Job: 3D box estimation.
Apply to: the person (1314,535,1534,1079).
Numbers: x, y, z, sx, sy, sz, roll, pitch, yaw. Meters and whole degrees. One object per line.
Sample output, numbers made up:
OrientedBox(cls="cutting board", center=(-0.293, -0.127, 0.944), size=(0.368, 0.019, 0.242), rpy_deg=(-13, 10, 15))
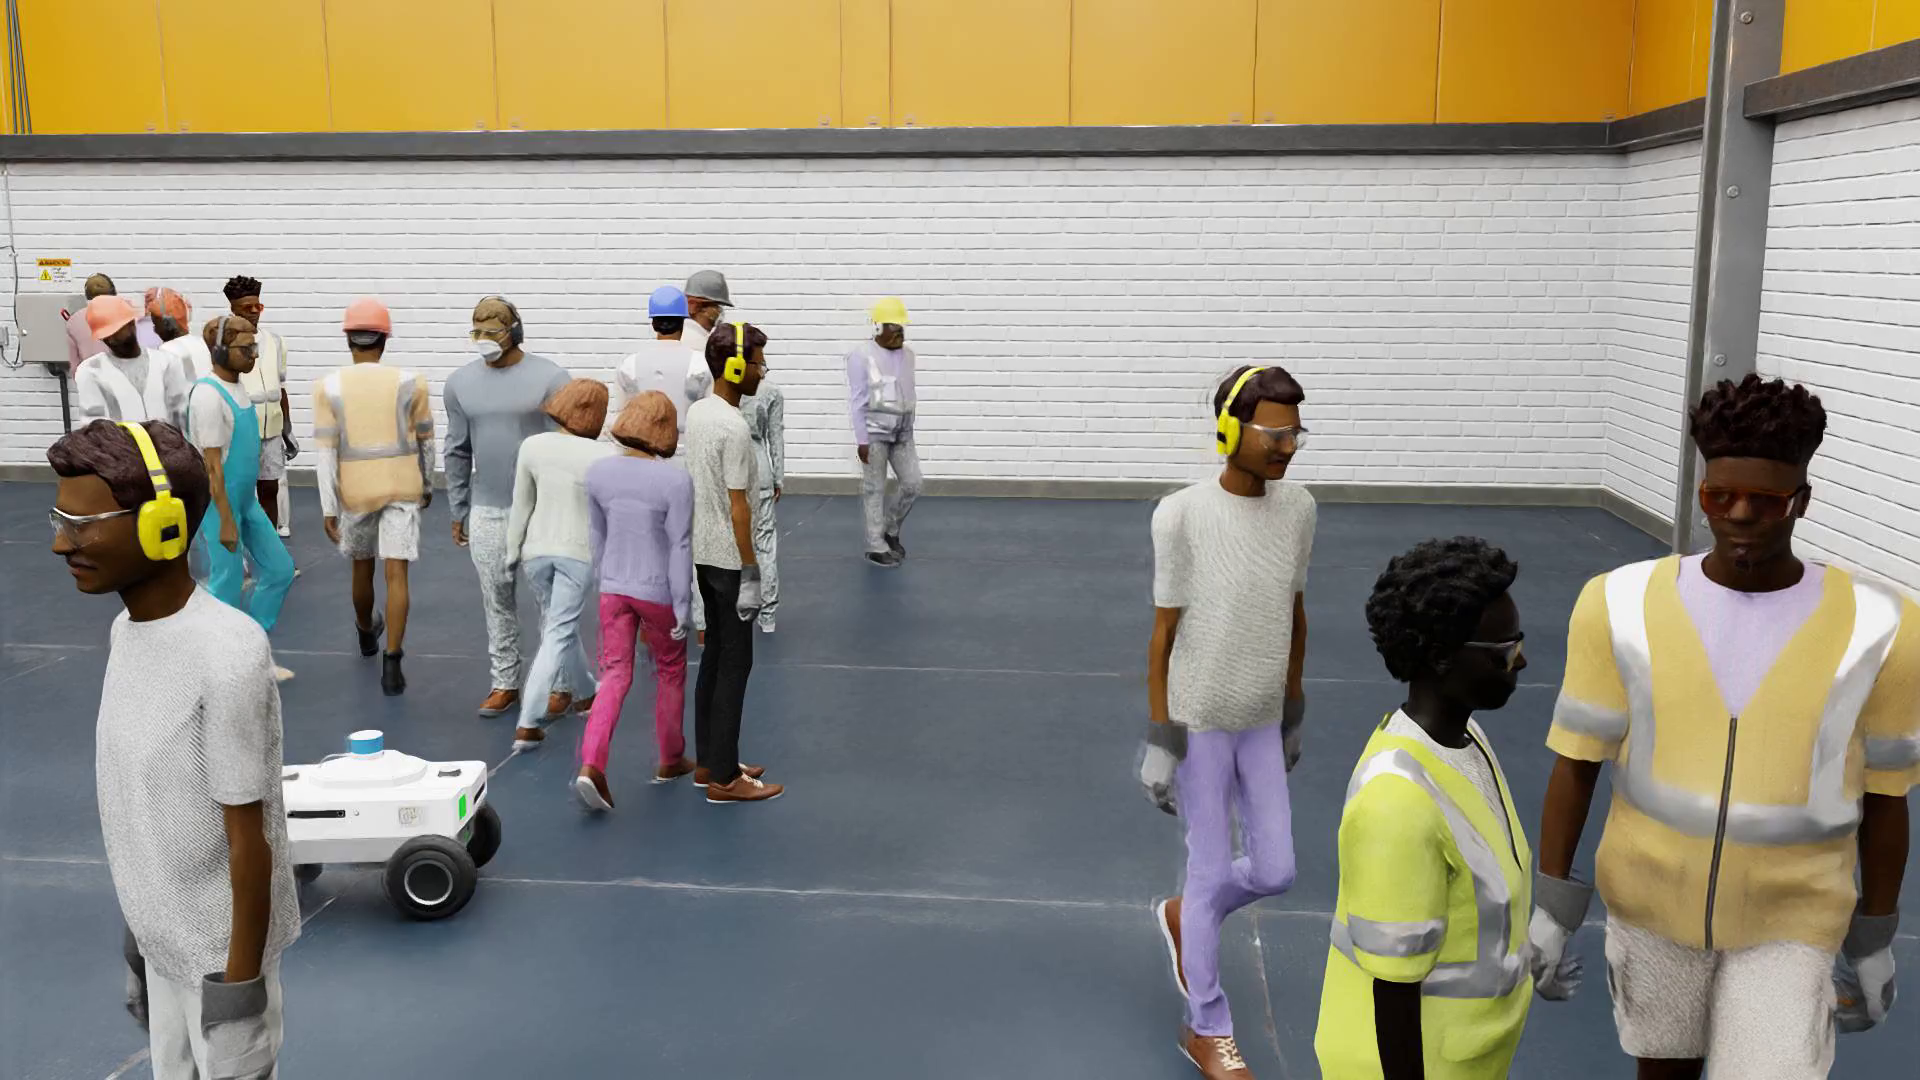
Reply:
OrientedBox(cls="person", center=(0.732, 0.831, 2.634), size=(0.319, 1.698, 0.532), rpy_deg=(4, 11, 23))

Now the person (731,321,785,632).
OrientedBox(cls="person", center=(-1.215, -0.339, 9.229), size=(0.485, 1.736, 0.322), rpy_deg=(-4, 11, -21))

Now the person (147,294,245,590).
OrientedBox(cls="person", center=(-4.854, -0.601, 10.389), size=(0.795, 1.846, 0.595), rpy_deg=(2, 10, 10))

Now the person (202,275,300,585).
OrientedBox(cls="person", center=(-4.537, -0.705, 10.657), size=(0.366, 1.967, 0.603), rpy_deg=(7, 12, 34))

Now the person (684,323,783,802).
OrientedBox(cls="person", center=(-0.881, 0.094, 6.419), size=(0.343, 1.857, 0.526), rpy_deg=(-5, 11, -28))

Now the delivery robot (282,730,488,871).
OrientedBox(cls="delivery robot", center=(-1.928, 0.866, 5.435), size=(0.707, 0.478, 0.477), rpy_deg=(-1, 10, -4))

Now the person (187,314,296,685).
OrientedBox(cls="person", center=(-3.388, -0.149, 7.873), size=(0.528, 1.824, 0.555), rpy_deg=(-1, 10, -6))

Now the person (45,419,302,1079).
OrientedBox(cls="person", center=(-1.289, 0.722, 2.800), size=(0.505, 1.864, 0.331), rpy_deg=(9, 14, 43))

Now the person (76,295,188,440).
OrientedBox(cls="person", center=(-4.528, -0.426, 9.304), size=(0.485, 1.885, 0.706), rpy_deg=(9, 13, 41))

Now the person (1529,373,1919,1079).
OrientedBox(cls="person", center=(1.357, 0.660, 2.999), size=(0.613, 1.914, 0.939), rpy_deg=(6, 12, 30))

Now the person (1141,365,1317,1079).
OrientedBox(cls="person", center=(0.661, 0.465, 4.311), size=(0.531, 1.851, 0.526), rpy_deg=(-4, 11, -24))

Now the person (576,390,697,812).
OrientedBox(cls="person", center=(-1.252, 0.224, 6.405), size=(0.497, 1.602, 0.751), rpy_deg=(3, 10, 18))

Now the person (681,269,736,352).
OrientedBox(cls="person", center=(-1.548, -0.645, 10.106), size=(0.535, 2.000, 0.693), rpy_deg=(-2, 10, -10))

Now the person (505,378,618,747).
OrientedBox(cls="person", center=(-1.703, 0.080, 7.274), size=(0.548, 1.569, 0.834), rpy_deg=(4, 11, 22))

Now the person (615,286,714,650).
OrientedBox(cls="person", center=(-1.530, -0.378, 8.884), size=(0.614, 1.940, 0.423), rpy_deg=(1, 10, 8))

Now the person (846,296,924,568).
OrientedBox(cls="person", center=(-0.496, -0.715, 11.145), size=(0.605, 1.818, 0.416), rpy_deg=(-9, 13, -42))

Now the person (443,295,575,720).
OrientedBox(cls="person", center=(-2.027, -0.143, 7.562), size=(0.639, 1.928, 0.369), rpy_deg=(2, 10, 9))

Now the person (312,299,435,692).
OrientedBox(cls="person", center=(-2.890, -0.245, 8.285), size=(0.550, 1.873, 1.038), rpy_deg=(-3, 10, -15))
